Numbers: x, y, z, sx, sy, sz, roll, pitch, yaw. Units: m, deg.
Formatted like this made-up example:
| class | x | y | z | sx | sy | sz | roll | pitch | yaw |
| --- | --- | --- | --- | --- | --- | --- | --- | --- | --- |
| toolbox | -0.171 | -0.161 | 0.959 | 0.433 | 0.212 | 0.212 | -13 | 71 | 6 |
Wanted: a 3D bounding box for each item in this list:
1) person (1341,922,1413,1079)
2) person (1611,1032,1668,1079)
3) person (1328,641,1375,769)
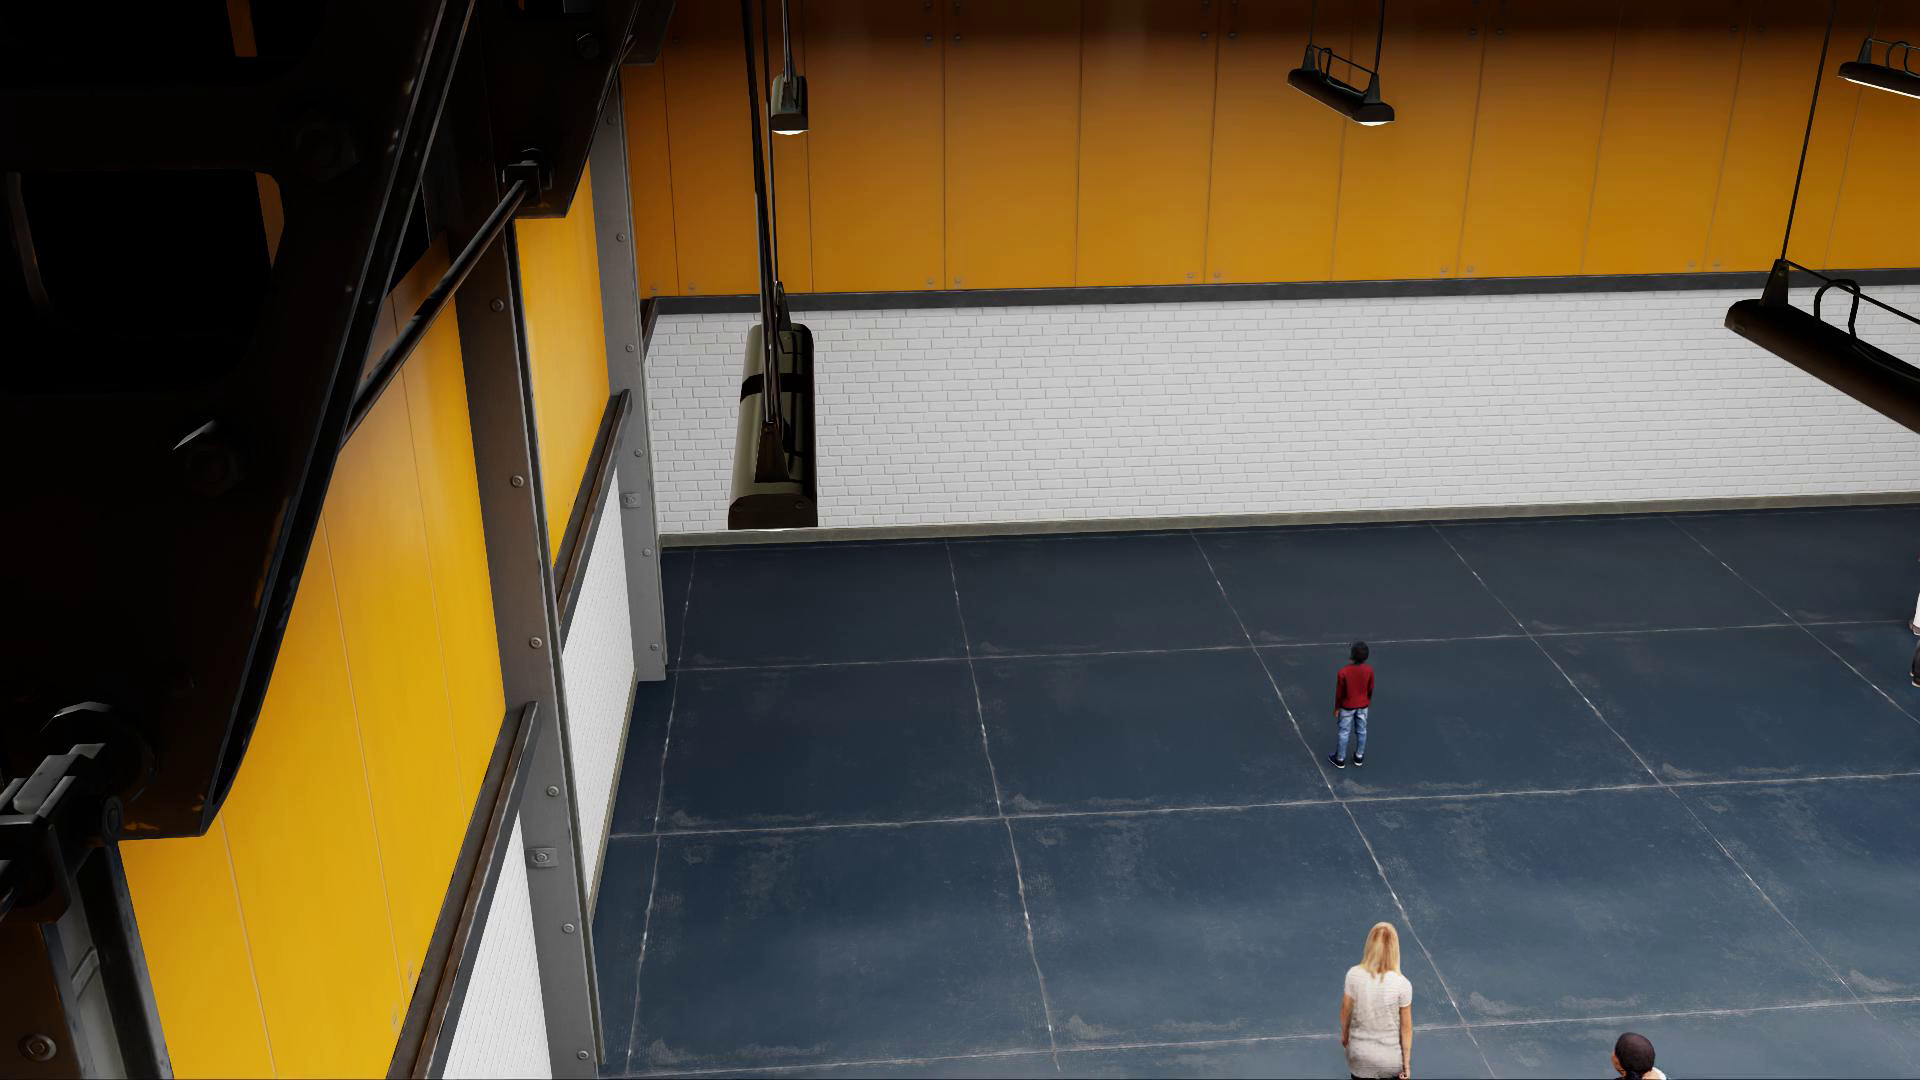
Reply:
| class | x | y | z | sx | sy | sz | roll | pitch | yaw |
| --- | --- | --- | --- | --- | --- | --- | --- | --- | --- |
| person | 2.555 | 3.262 | 10.343 | 0.832 | 1.799 | 0.943 | 11 | 26 | 23 |
| person | 3.870 | 3.613 | 9.687 | 0.781 | 1.682 | 0.814 | -20 | 30 | -38 |
| person | 3.573 | 1.484 | 15.088 | 0.516 | 1.256 | 0.498 | -4 | 24 | -8 |
